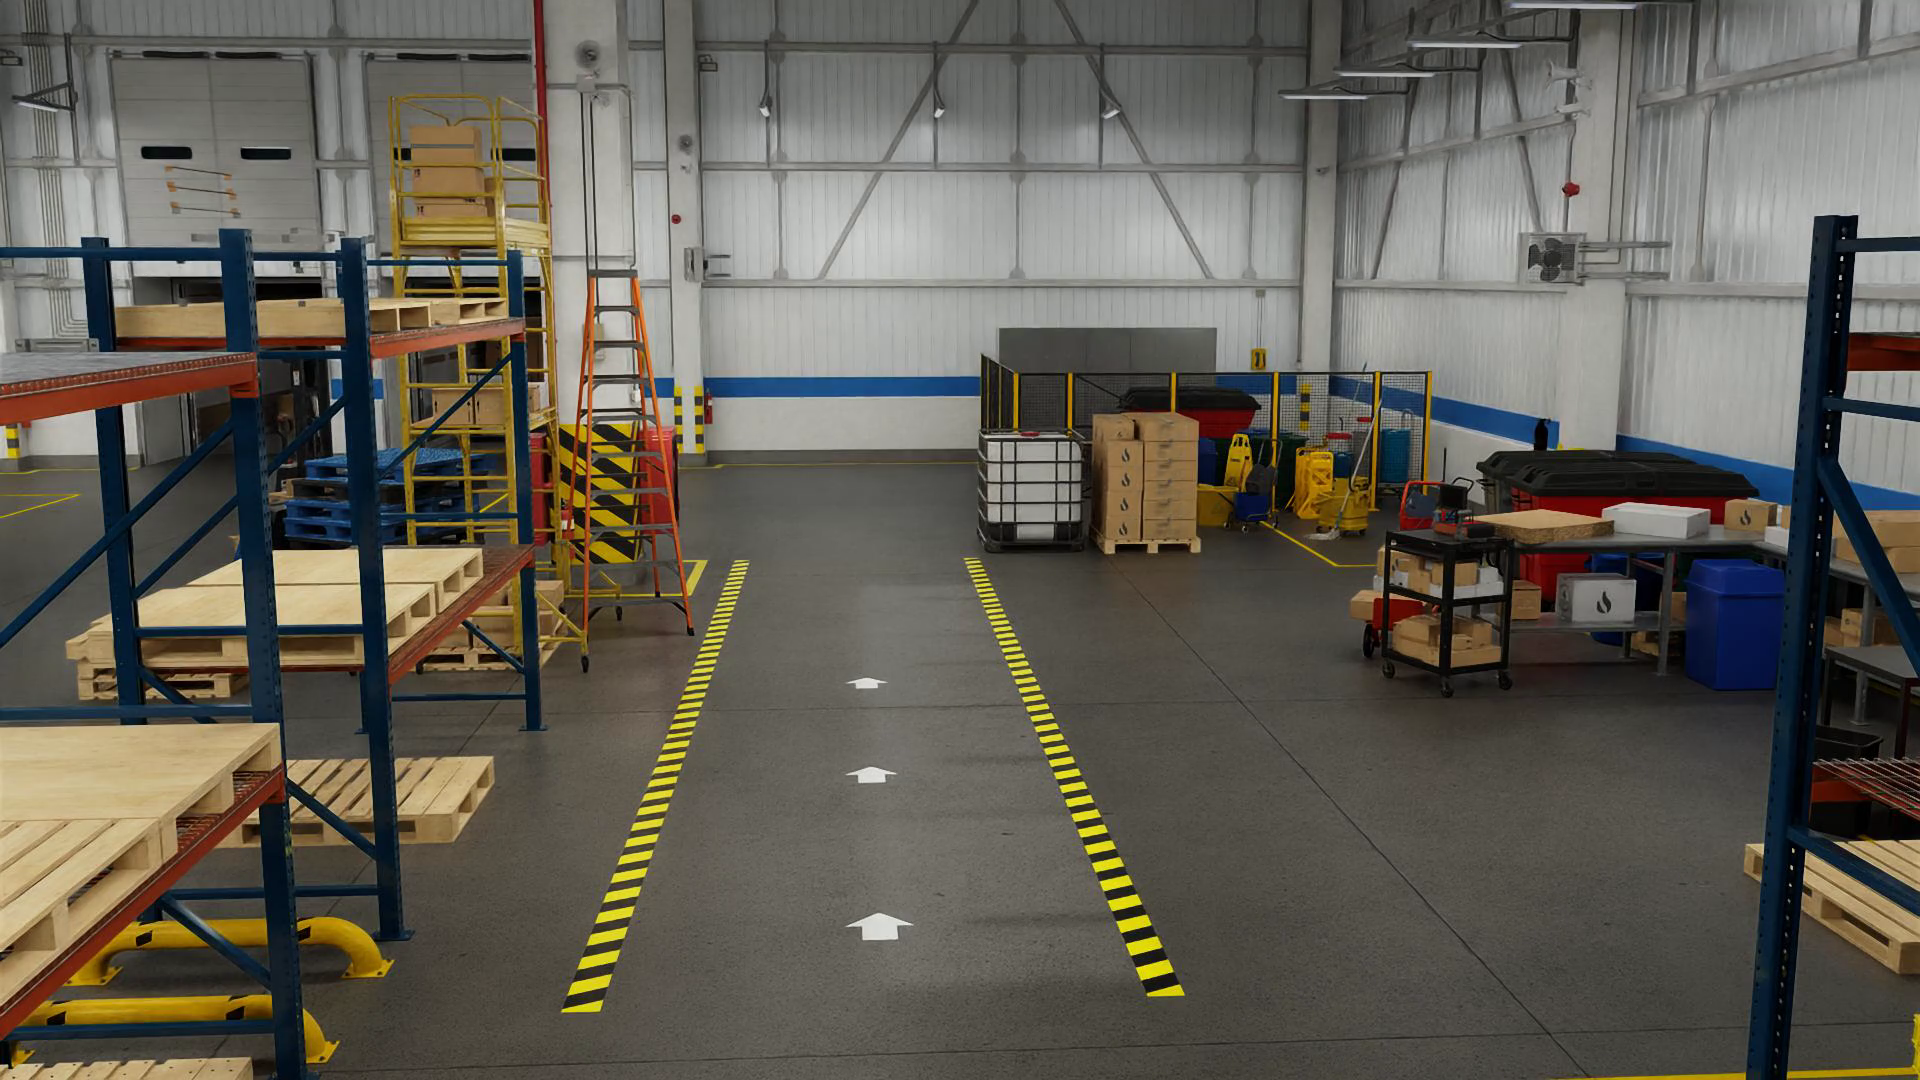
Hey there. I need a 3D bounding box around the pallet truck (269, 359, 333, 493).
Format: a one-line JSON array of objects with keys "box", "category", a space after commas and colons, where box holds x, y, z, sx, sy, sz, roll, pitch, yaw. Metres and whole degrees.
[{"box": [-7.062, -1.131, 18.996, 1.885, 1.965, 0.823, 2, 9, 13], "category": "pallet truck"}]
